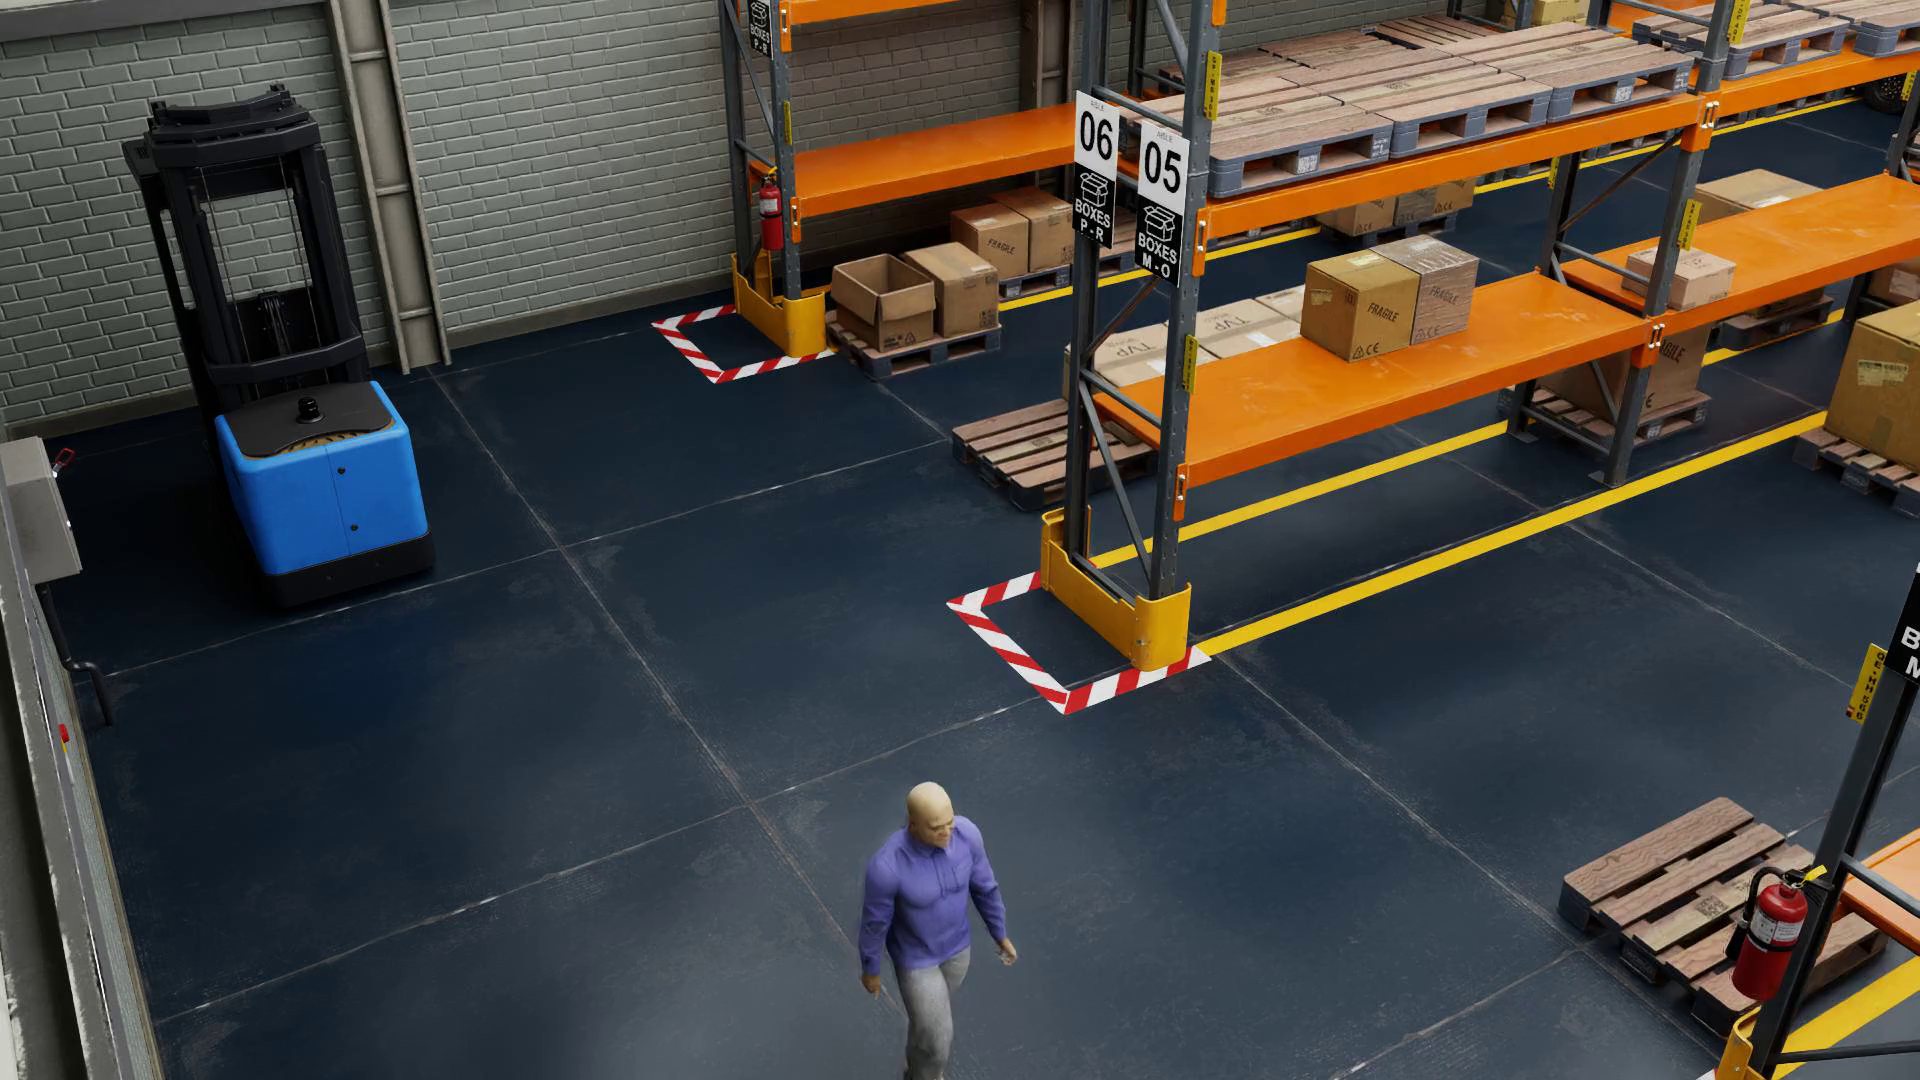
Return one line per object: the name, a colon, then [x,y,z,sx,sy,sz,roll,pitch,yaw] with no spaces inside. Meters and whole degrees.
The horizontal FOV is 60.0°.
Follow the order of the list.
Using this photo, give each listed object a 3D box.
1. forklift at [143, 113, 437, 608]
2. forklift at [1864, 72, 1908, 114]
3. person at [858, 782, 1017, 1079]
forklift: [-4.289,-1.259,10.509,1.129,2.768,1.873,-17,36,-26]
forklift: [11.468,-5.645,18.244,1.214,2.155,2.313,-17,36,-26]
person: [-0.066,1.713,6.742,0.592,1.778,0.646,-24,39,-33]
